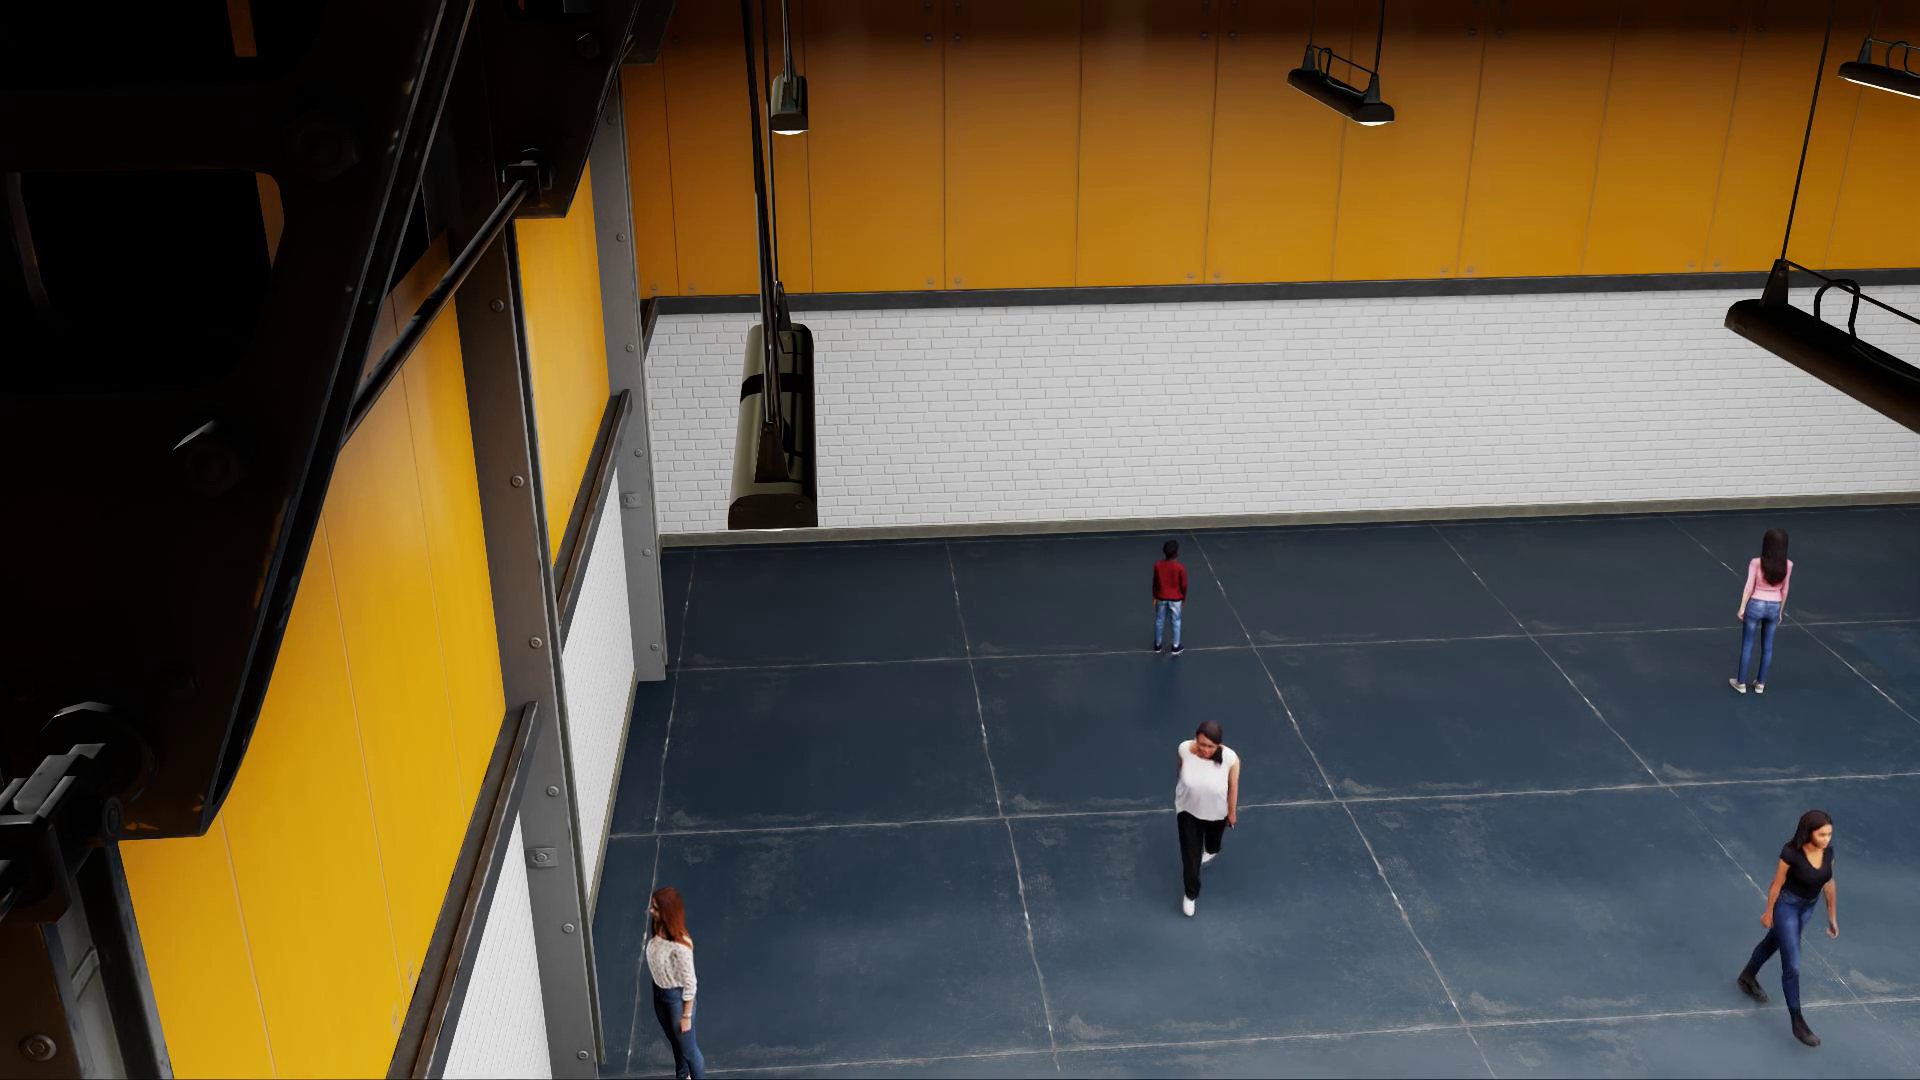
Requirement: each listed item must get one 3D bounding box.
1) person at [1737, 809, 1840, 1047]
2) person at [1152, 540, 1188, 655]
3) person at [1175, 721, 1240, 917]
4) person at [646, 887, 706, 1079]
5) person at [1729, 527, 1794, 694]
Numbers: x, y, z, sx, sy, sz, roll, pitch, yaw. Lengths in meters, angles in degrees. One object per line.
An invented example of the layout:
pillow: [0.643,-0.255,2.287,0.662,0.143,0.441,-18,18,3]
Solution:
person: [5.899,2.629,11.914,0.737,1.699,1.132,-8,25,-17]
person: [2.159,0.579,17.159,0.571,1.255,0.584,7,25,17]
person: [1.941,2.096,13.213,0.903,1.636,1.180,6,24,14]
person: [-1.876,3.021,10.982,0.712,1.728,0.598,-16,28,-32]
person: [7.874,0.683,16.313,0.620,1.742,0.583,4,24,8]
